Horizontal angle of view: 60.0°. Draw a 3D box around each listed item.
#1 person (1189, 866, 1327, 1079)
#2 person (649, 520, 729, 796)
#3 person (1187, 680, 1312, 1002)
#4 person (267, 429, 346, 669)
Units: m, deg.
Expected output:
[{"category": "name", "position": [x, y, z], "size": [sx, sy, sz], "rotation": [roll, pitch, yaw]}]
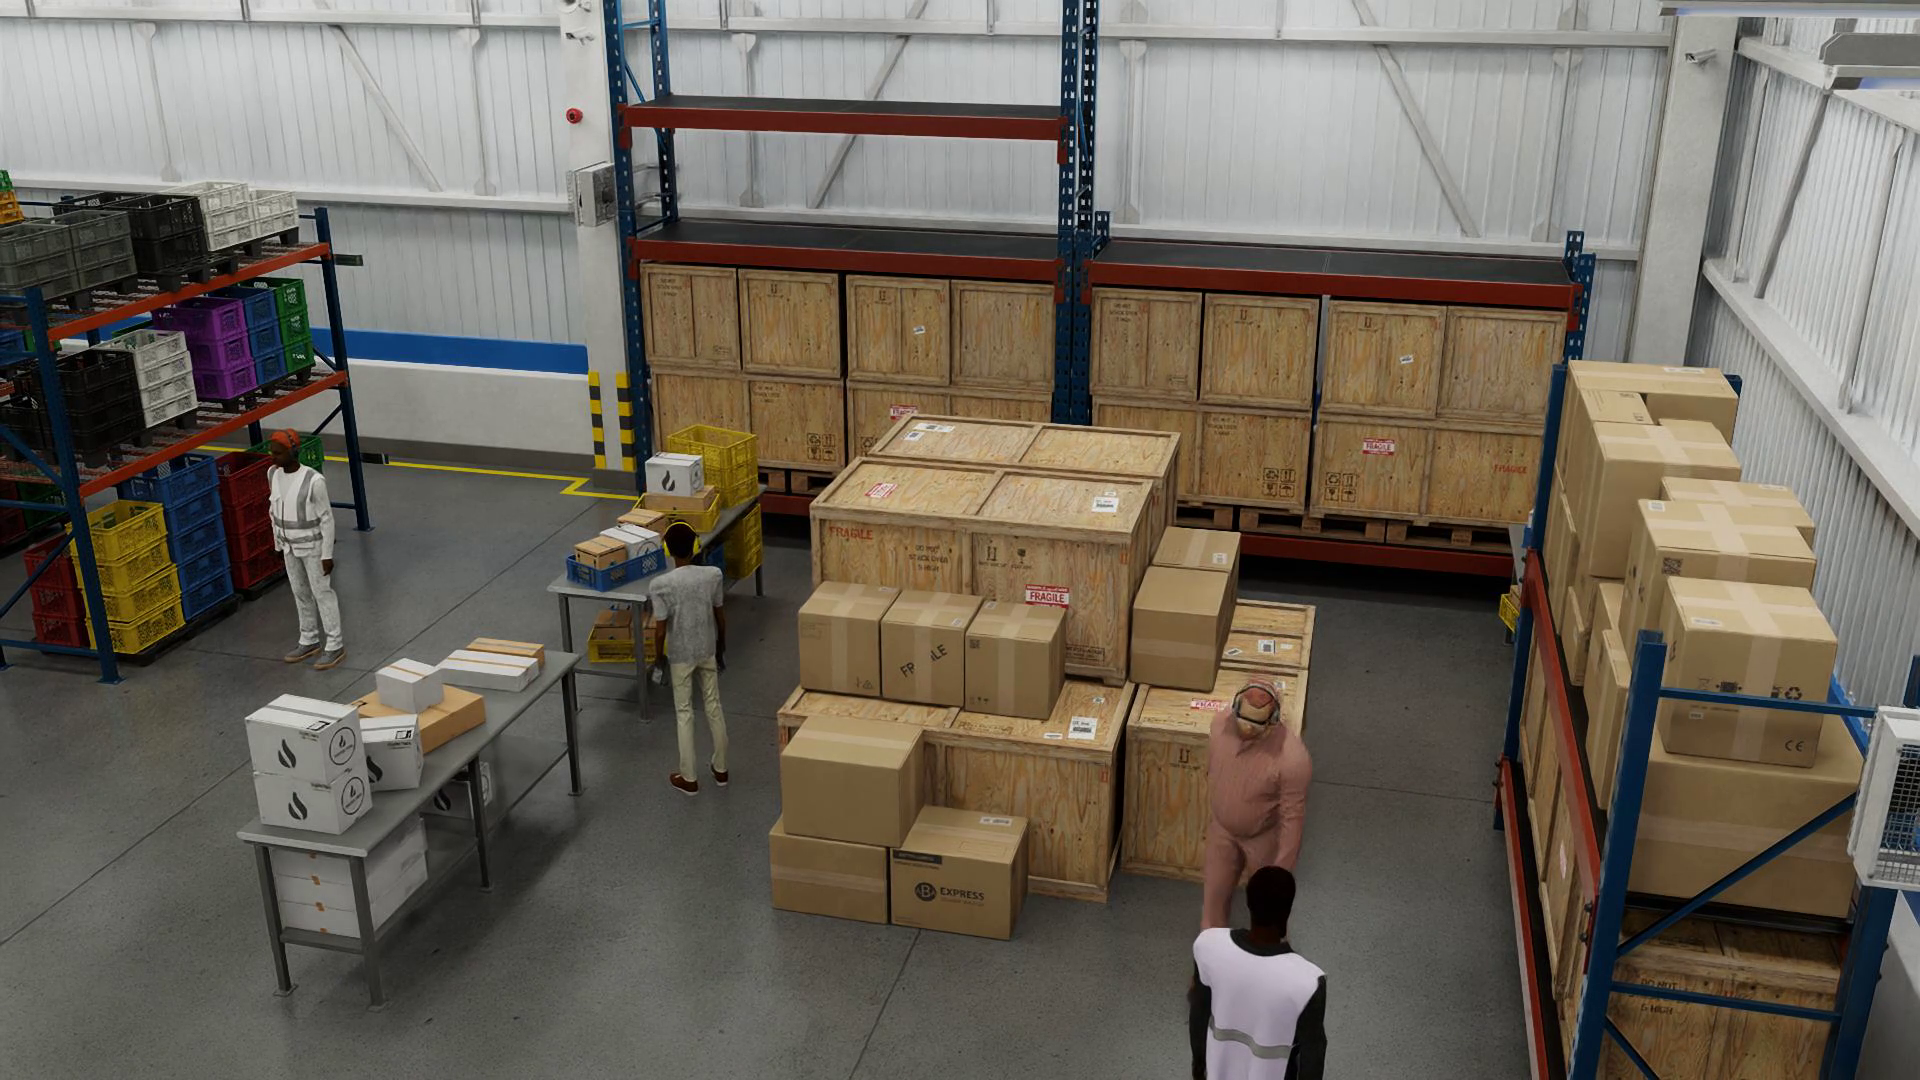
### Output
[{"category": "person", "position": [1.217, 2.225, 6.901], "size": [0.589, 1.915, 0.398], "rotation": [15, 26, 34]}, {"category": "person", "position": [-1.755, 0.764, 10.795], "size": [0.520, 1.864, 0.333], "rotation": [-11, 24, -27]}, {"category": "person", "position": [1.505, 1.557, 8.737], "size": [0.664, 1.851, 0.931], "rotation": [18, 28, 40]}, {"category": "person", "position": [-4.979, 0.062, 12.602], "size": [0.585, 1.882, 0.340], "rotation": [11, 23, 26]}]
